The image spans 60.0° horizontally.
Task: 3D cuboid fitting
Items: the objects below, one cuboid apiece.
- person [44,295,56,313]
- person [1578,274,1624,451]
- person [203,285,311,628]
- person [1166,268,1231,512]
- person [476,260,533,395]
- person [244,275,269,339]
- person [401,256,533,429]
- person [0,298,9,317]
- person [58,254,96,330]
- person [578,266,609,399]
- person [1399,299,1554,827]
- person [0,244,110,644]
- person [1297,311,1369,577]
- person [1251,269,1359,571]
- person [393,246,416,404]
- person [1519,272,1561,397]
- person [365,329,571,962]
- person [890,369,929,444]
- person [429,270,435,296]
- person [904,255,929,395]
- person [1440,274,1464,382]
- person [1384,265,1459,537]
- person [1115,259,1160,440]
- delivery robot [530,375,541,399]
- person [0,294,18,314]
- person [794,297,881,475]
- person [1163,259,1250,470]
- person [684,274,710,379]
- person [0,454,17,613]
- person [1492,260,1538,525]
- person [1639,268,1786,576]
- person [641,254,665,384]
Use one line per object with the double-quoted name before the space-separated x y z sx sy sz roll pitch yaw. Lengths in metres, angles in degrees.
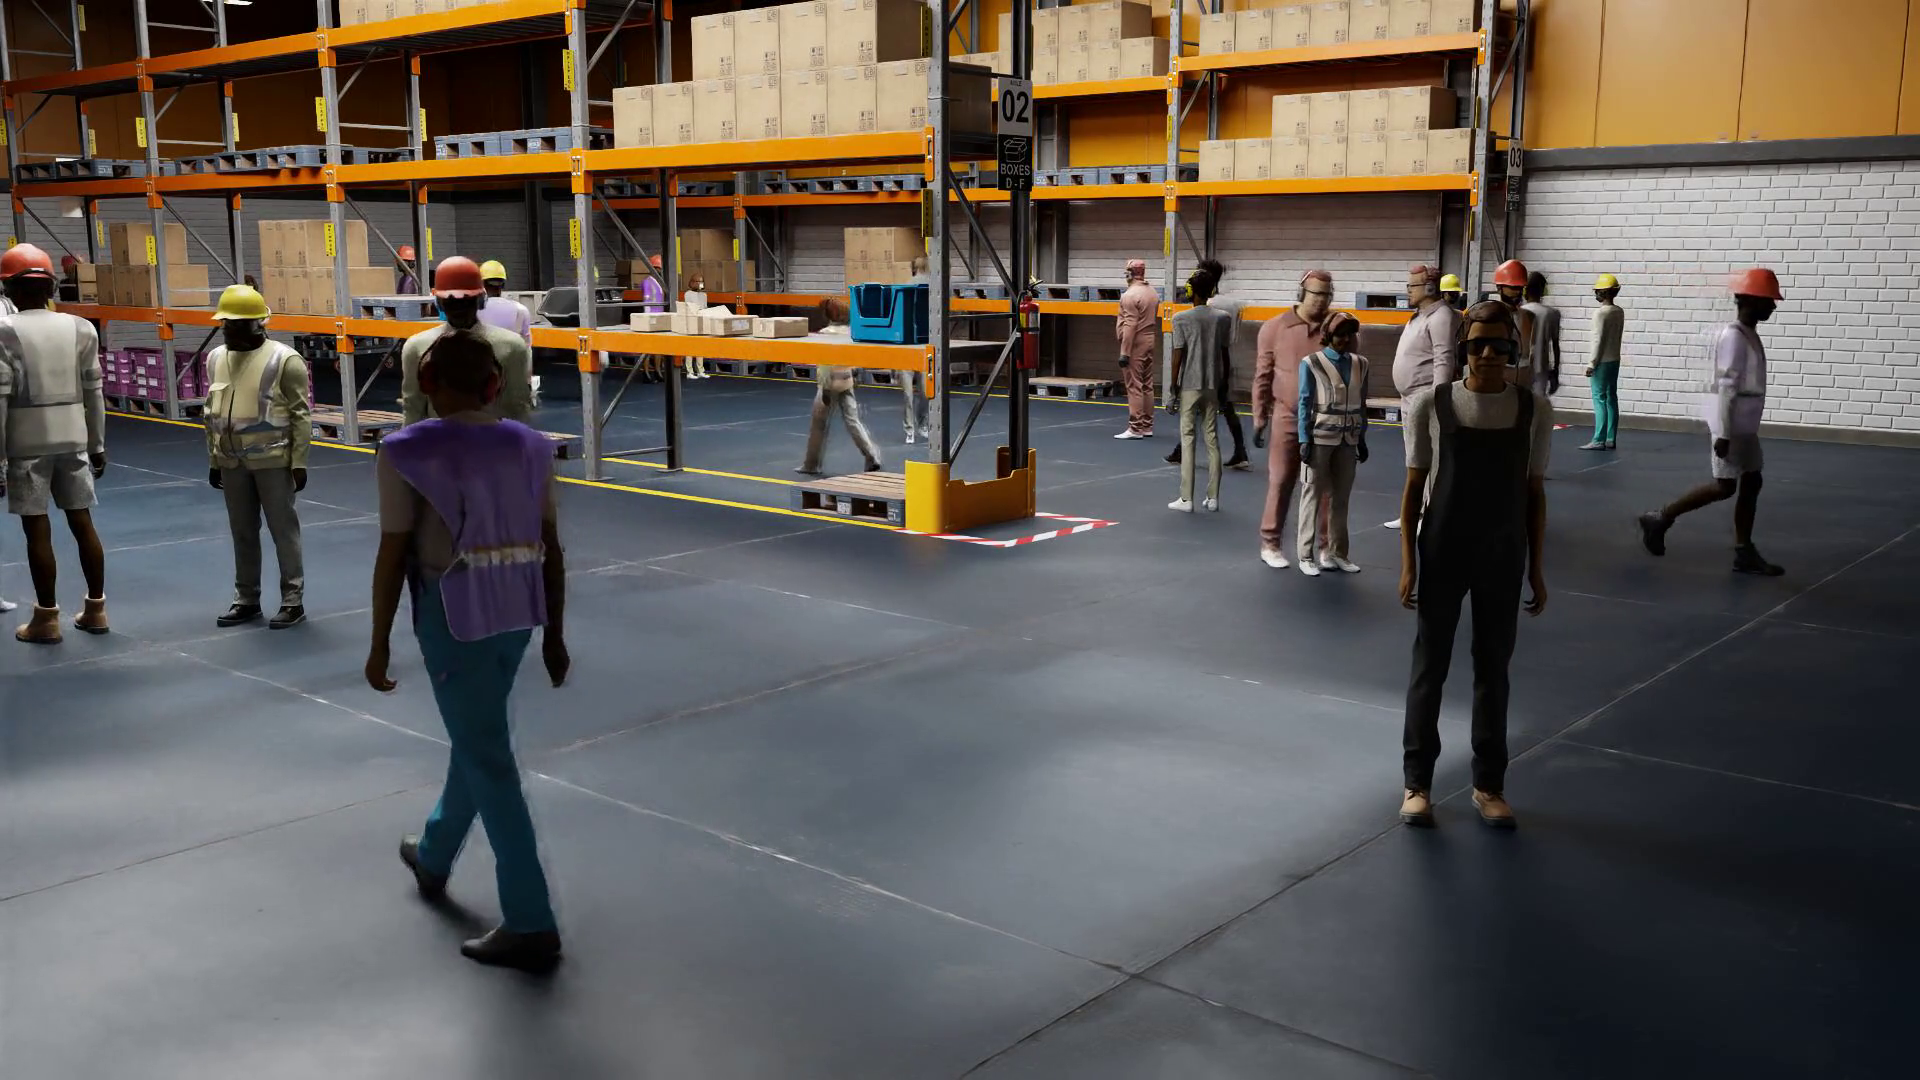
"person" -11.052 -2.391 19.991 0.428 1.836 0.626 2 10 11
"person" 6.443 -1.778 16.686 0.534 1.767 0.317 -9 13 -41
"person" -3.758 -0.437 8.865 0.602 1.828 0.404 2 10 13
"person" 1.831 -1.147 12.797 0.532 1.871 0.321 -3 10 -18
"person" -3.904 -1.387 14.039 0.587 1.919 0.386 -7 12 -35
"person" -10.272 -3.015 24.106 0.499 1.633 0.286 -9 13 -41
"person" -2.404 -0.383 8.139 0.624 1.984 0.411 -3 10 -16
"person" -9.013 -1.628 15.499 0.355 1.885 0.575 1 10 6
"person" -12.787 -3.169 24.137 0.638 1.936 1.072 2 10 12
"person" -4.844 -2.700 21.804 0.598 1.819 0.419 -7 12 -34
"person" 1.797 0.090 5.825 0.504 1.847 0.344 1 10 6
"person" -4.722 -0.490 8.562 0.388 2.041 0.615 7 12 33
"person" 2.310 -0.598 10.335 0.511 1.638 0.307 -4 11 -24
"person" 2.166 -0.749 10.476 0.695 1.893 0.395 1 10 4
"person" -7.084 -2.751 21.425 0.366 2.048 0.610 -9 13 -42
"person" 5.099 -1.477 14.865 0.570 1.824 0.963 1 10 7
"person" -1.473 0.279 4.921 0.983 1.779 0.563 6 12 32
"person" -0.485 -1.814 17.310 0.511 1.621 0.360 -1 10 -7
"person" -7.917 -3.226 25.126 0.319 1.695 0.539 4 11 22
"person" -0.500 -2.926 22.775 0.531 1.921 0.643 8 13 37
"person" 4.725 -1.698 16.233 0.523 1.769 0.309 -7 12 -36
"person" 3.239 -0.973 11.707 0.405 1.904 0.652 0 10 -2
"person" 1.853 -2.014 17.646 0.399 1.903 0.644 6 12 32
"delivery robot" -5.602 -1.936 20.764 0.707 0.478 0.477 -2 10 -13
"person" -10.527 -2.178 18.774 0.404 1.830 0.601 2 10 13
"person" -1.070 -1.360 14.779 0.848 1.599 0.530 6 12 30
"person" 2.306 -1.607 15.266 0.613 1.927 0.933 -6 12 -33
"person" -4.095 -3.322 25.878 0.277 1.629 0.496 7 12 35
"person" -5.346 -0.366 8.842 0.541 1.693 0.752 2 10 11
"person" 3.955 -1.054 12.078 0.552 1.937 0.356 -3 10 -18
"person" 4.755 -0.739 10.380 0.785 1.912 0.546 7 12 36
"person" -4.521 -3.291 24.858 0.410 1.927 0.547 5 11 26
